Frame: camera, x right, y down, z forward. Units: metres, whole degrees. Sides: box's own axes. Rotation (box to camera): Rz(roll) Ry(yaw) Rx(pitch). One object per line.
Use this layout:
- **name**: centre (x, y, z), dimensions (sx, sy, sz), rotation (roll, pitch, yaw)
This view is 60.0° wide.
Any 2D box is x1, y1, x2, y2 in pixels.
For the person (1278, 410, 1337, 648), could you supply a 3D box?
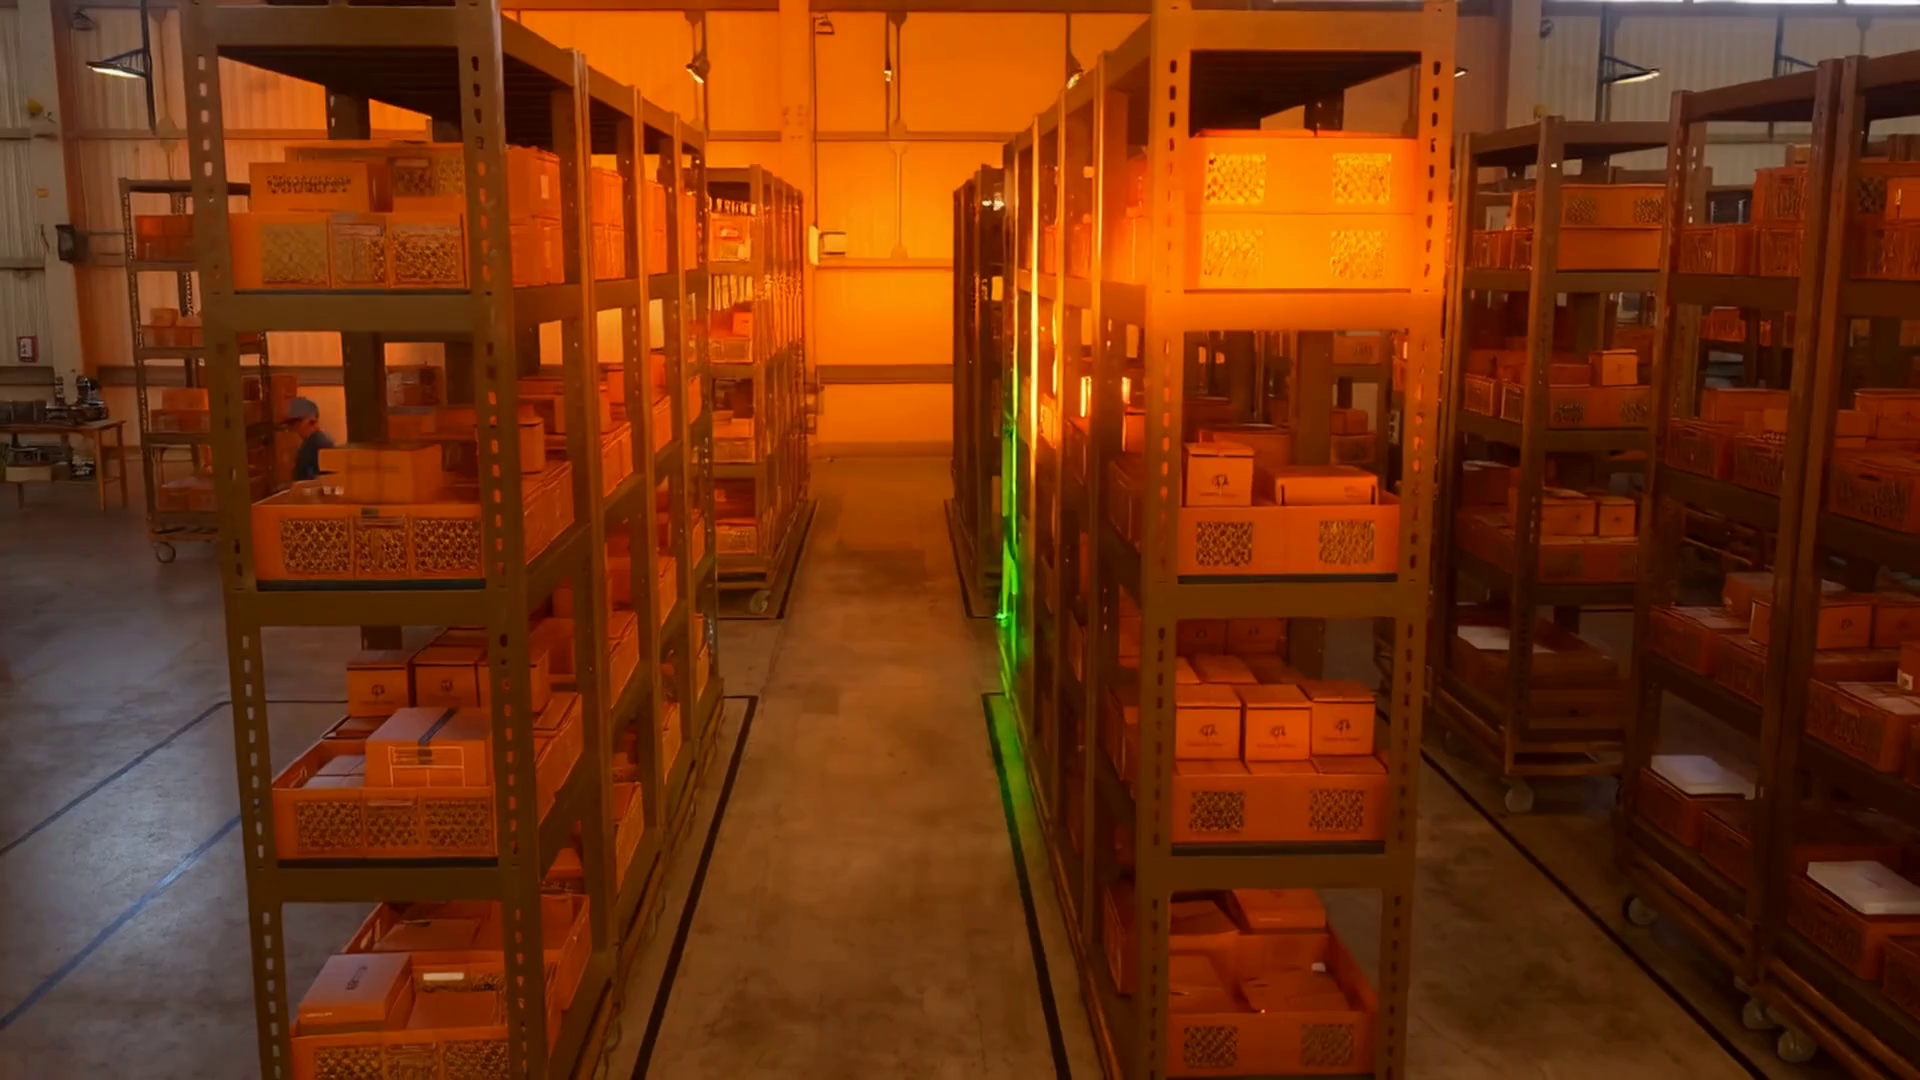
- **person**: centre (2.619, -0.105, 12.352), dimensions (0.390, 1.839, 0.564), rotation (0, 10, -2)

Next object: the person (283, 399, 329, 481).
- **person**: centre (-5.505, -0.344, 14.096), dimensions (0.907, 1.696, 0.584), rotation (-7, 12, -37)
